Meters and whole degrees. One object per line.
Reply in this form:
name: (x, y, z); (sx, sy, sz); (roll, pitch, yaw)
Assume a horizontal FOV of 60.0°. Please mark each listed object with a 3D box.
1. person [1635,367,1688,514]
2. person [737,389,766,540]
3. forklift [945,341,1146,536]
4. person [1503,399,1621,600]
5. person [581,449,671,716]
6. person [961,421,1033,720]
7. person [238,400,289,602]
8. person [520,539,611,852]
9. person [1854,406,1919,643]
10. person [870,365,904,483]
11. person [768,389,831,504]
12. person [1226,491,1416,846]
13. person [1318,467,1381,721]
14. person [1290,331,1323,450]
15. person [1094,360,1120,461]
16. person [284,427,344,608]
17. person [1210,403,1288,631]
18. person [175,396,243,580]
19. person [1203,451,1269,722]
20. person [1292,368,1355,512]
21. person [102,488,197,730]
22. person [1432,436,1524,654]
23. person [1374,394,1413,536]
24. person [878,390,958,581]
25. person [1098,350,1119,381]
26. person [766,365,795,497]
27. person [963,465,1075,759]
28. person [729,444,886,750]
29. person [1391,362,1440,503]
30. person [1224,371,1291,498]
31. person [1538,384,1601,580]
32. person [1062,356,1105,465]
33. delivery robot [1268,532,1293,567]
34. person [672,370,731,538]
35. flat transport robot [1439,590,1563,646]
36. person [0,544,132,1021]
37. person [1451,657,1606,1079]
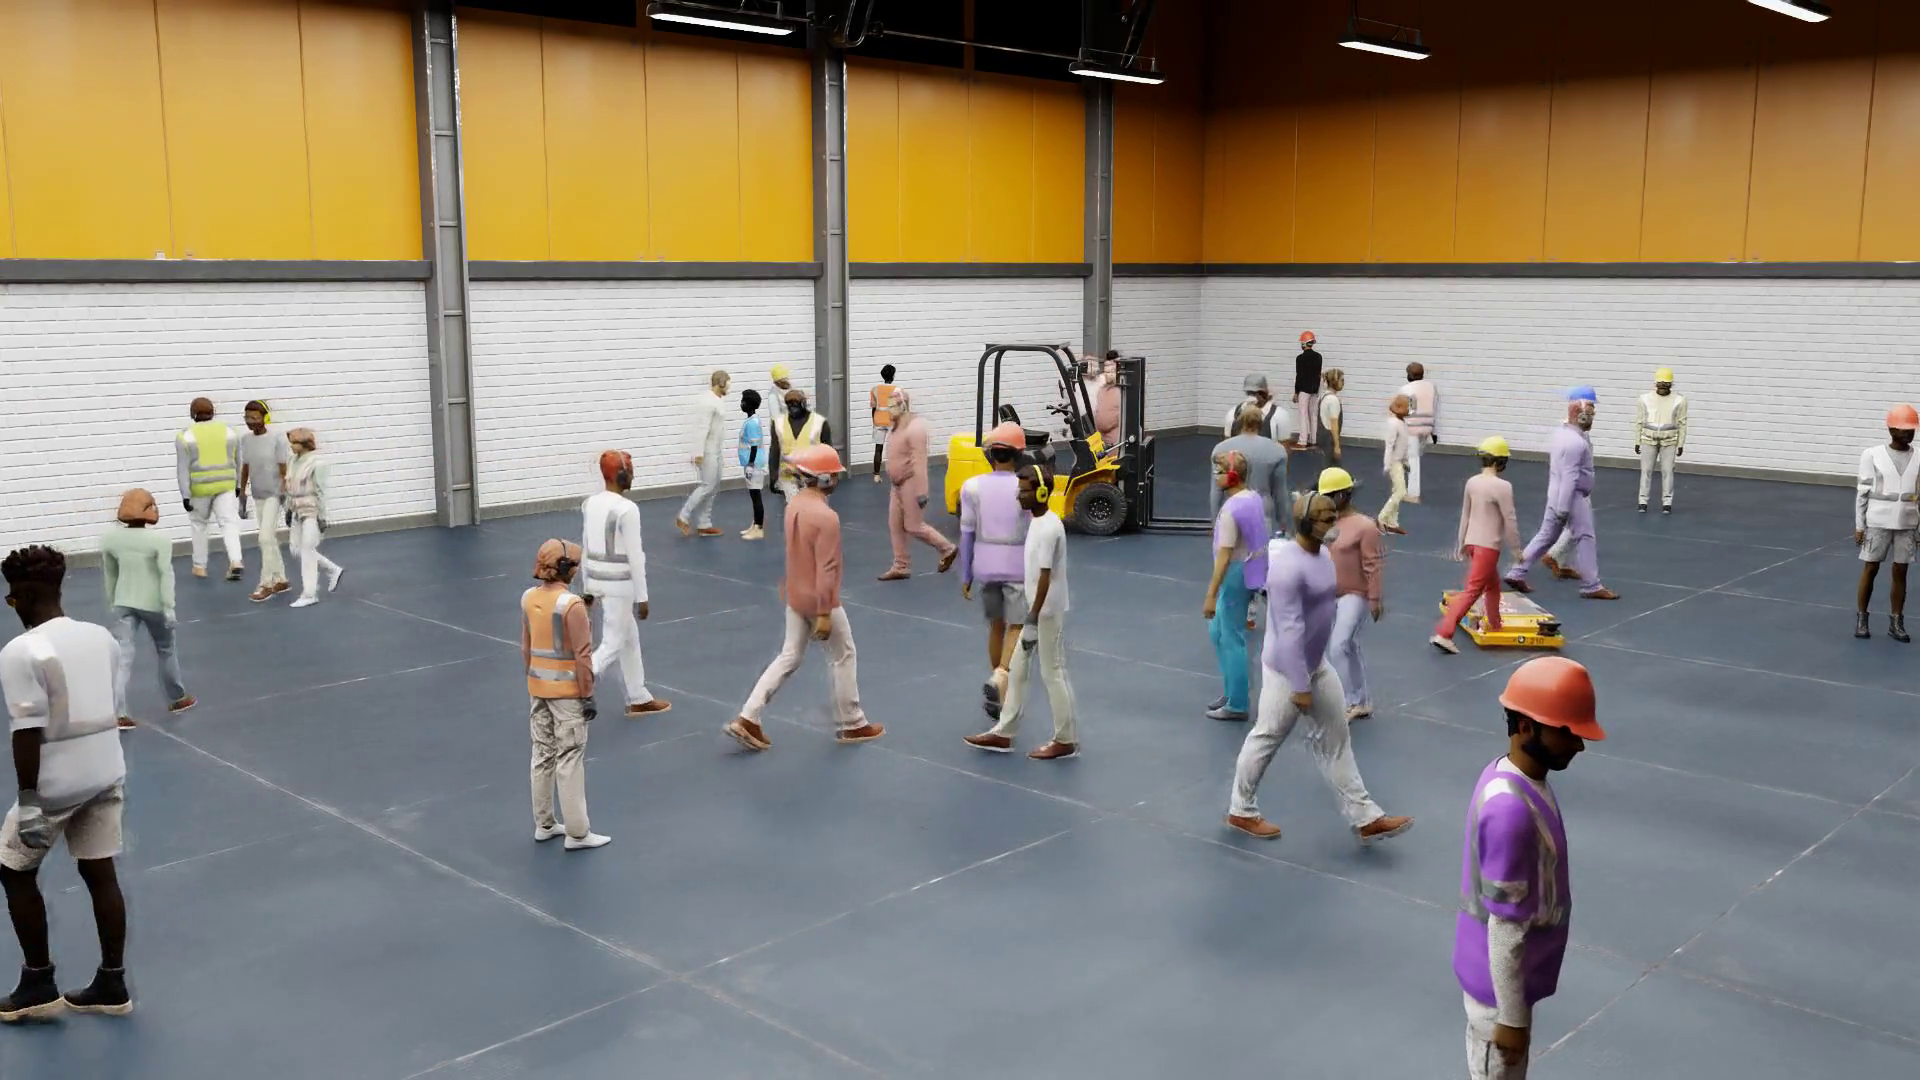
person: (8.687, -1.229, 20.637); (0.596, 1.825, 0.403); (5, 10, 28)
person: (-2.335, -0.847, 18.662); (0.318, 1.699, 0.535); (-1, 9, -8)
forklift: (0.977, -1.223, 19.452); (2.313, 2.155, 1.214); (2, 9, 11)
person: (5.566, -0.383, 15.338); (0.994, 1.862, 0.657); (1, 9, 7)
person: (-2.345, 0.329, 11.006); (0.897, 1.858, 0.592); (-8, 12, -41)
person: (0.279, 0.214, 11.207); (0.614, 2.021, 0.814); (3, 10, 17)
person: (-6.422, -0.360, 15.236); (0.551, 1.839, 0.791); (3, 10, 20)
person: (-2.092, 0.807, 8.707); (0.512, 1.639, 0.312); (8, 12, 39)
person: (7.625, -0.124, 13.608); (0.555, 1.936, 0.523); (2, 10, 14)
person: (-1.019, -1.632, 23.512); (0.530, 1.690, 0.321); (3, 10, 16)
person: (-1.640, -0.623, 16.933); (0.643, 1.814, 0.600); (2, 9, 11)
person: (1.860, 0.689, 8.669); (1.013, 1.884, 0.655); (6, 11, 34)
person: (2.491, 0.388, 11.005); (0.751, 1.724, 0.535); (-6, 11, -34)
person: (5.816, -2.502, 27.905); (0.612, 1.995, 0.376); (-8, 12, -40)
person: (1.915, -1.316, 20.949); (0.496, 1.897, 0.650); (-7, 12, -36)
person: (-5.870, -0.223, 15.051); (0.529, 1.620, 0.559); (7, 12, 36)
person: (2.418, -0.183, 13.935); (0.636, 1.922, 0.468); (2, 9, 12)
person: (-7.303, -0.504, 16.235); (0.628, 1.805, 0.865); (-7, 12, -37)
person: (1.793, 0.315, 11.113); (0.534, 1.830, 0.606); (4, 10, 24)
person: (4.479, -1.187, 20.350); (0.723, 1.828, 0.529); (1, 9, 3)
person: (-5.459, 0.443, 11.093); (0.512, 1.589, 0.841); (1, 9, 4)
person: (4.115, 0.039, 13.147); (0.881, 1.725, 0.527); (-2, 10, -14)
person: (4.981, -0.847, 18.922); (0.322, 1.628, 0.523); (4, 10, 24)
person: (-0.412, -0.531, 16.180); (0.720, 1.875, 0.667); (-4, 10, -24)
person: (2.227, -1.799, 23.997); (0.598, 1.867, 0.994); (-3, 10, -16)
person: (-2.293, -1.433, 22.023); (0.410, 1.783, 0.683); (6, 11, 31)
person: (0.376, 0.459, 10.196); (0.750, 1.844, 0.563); (-1, 9, -6)
person: (-0.981, 0.366, 10.477); (1.005, 1.956, 0.624); (-6, 11, -33)
person: (5.865, -1.410, 21.726); (0.661, 1.821, 0.657); (-4, 10, -24)
person: (3.041, -0.760, 17.083); (0.687, 2.000, 0.849); (5, 11, 29)
person: (5.919, -0.541, 16.074); (0.450, 1.931, 0.628); (1, 9, 7)
person: (1.701, -1.617, 22.938); (0.654, 1.868, 0.921); (-4, 10, -23)
delivery robot: (3.016, 0.169, 15.647); (0.707, 0.478, 0.477); (-1, 9, -7)
person: (-2.897, -0.971, 18.832); (0.661, 1.895, 0.684); (0, 9, 1)
flat transport robot: (4.510, 0.637, 13.931); (0.652, 0.197, 1.431); (1, 9, 3)
person: (-3.673, 0.979, 6.755); (0.653, 1.926, 0.637); (3, 10, 16)
person: (1.653, 1.283, 4.903); (0.385, 1.928, 0.546); (4, 10, 21)
